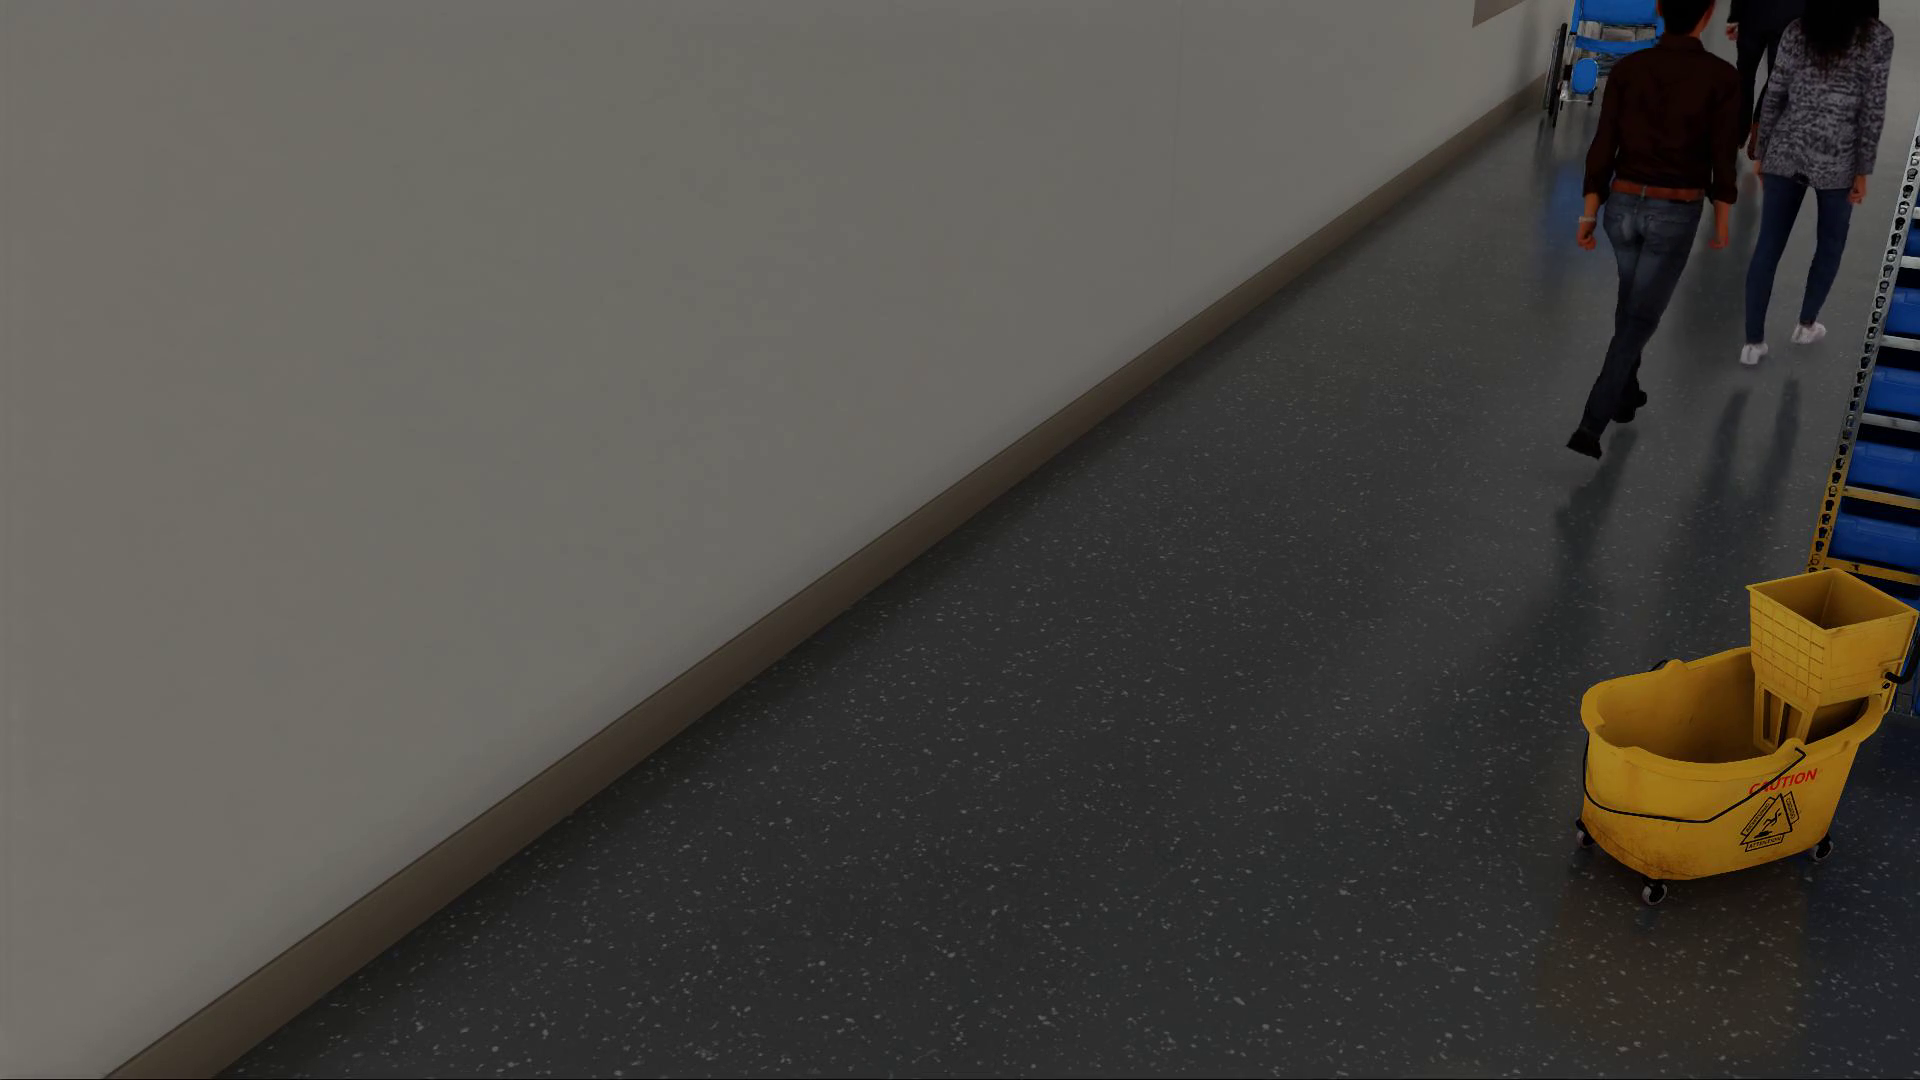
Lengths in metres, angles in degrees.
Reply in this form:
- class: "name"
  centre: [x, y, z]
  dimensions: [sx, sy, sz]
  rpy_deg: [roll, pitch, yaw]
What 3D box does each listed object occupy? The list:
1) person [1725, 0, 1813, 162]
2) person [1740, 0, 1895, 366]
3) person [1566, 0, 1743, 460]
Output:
- class: "person"
  centre: [5.105, -3.295, 10.433]
  dimensions: [0.991, 1.791, 0.737]
  rpy_deg: [13, 28, 24]
- class: "person"
  centre: [3.505, -1.549, 6.904]
  dimensions: [0.799, 1.712, 0.765]
  rpy_deg: [18, 31, 32]
- class: "person"
  centre: [2.456, -1.110, 5.958]
  dimensions: [1.138, 1.741, 0.860]
  rpy_deg: [21, 33, 36]
